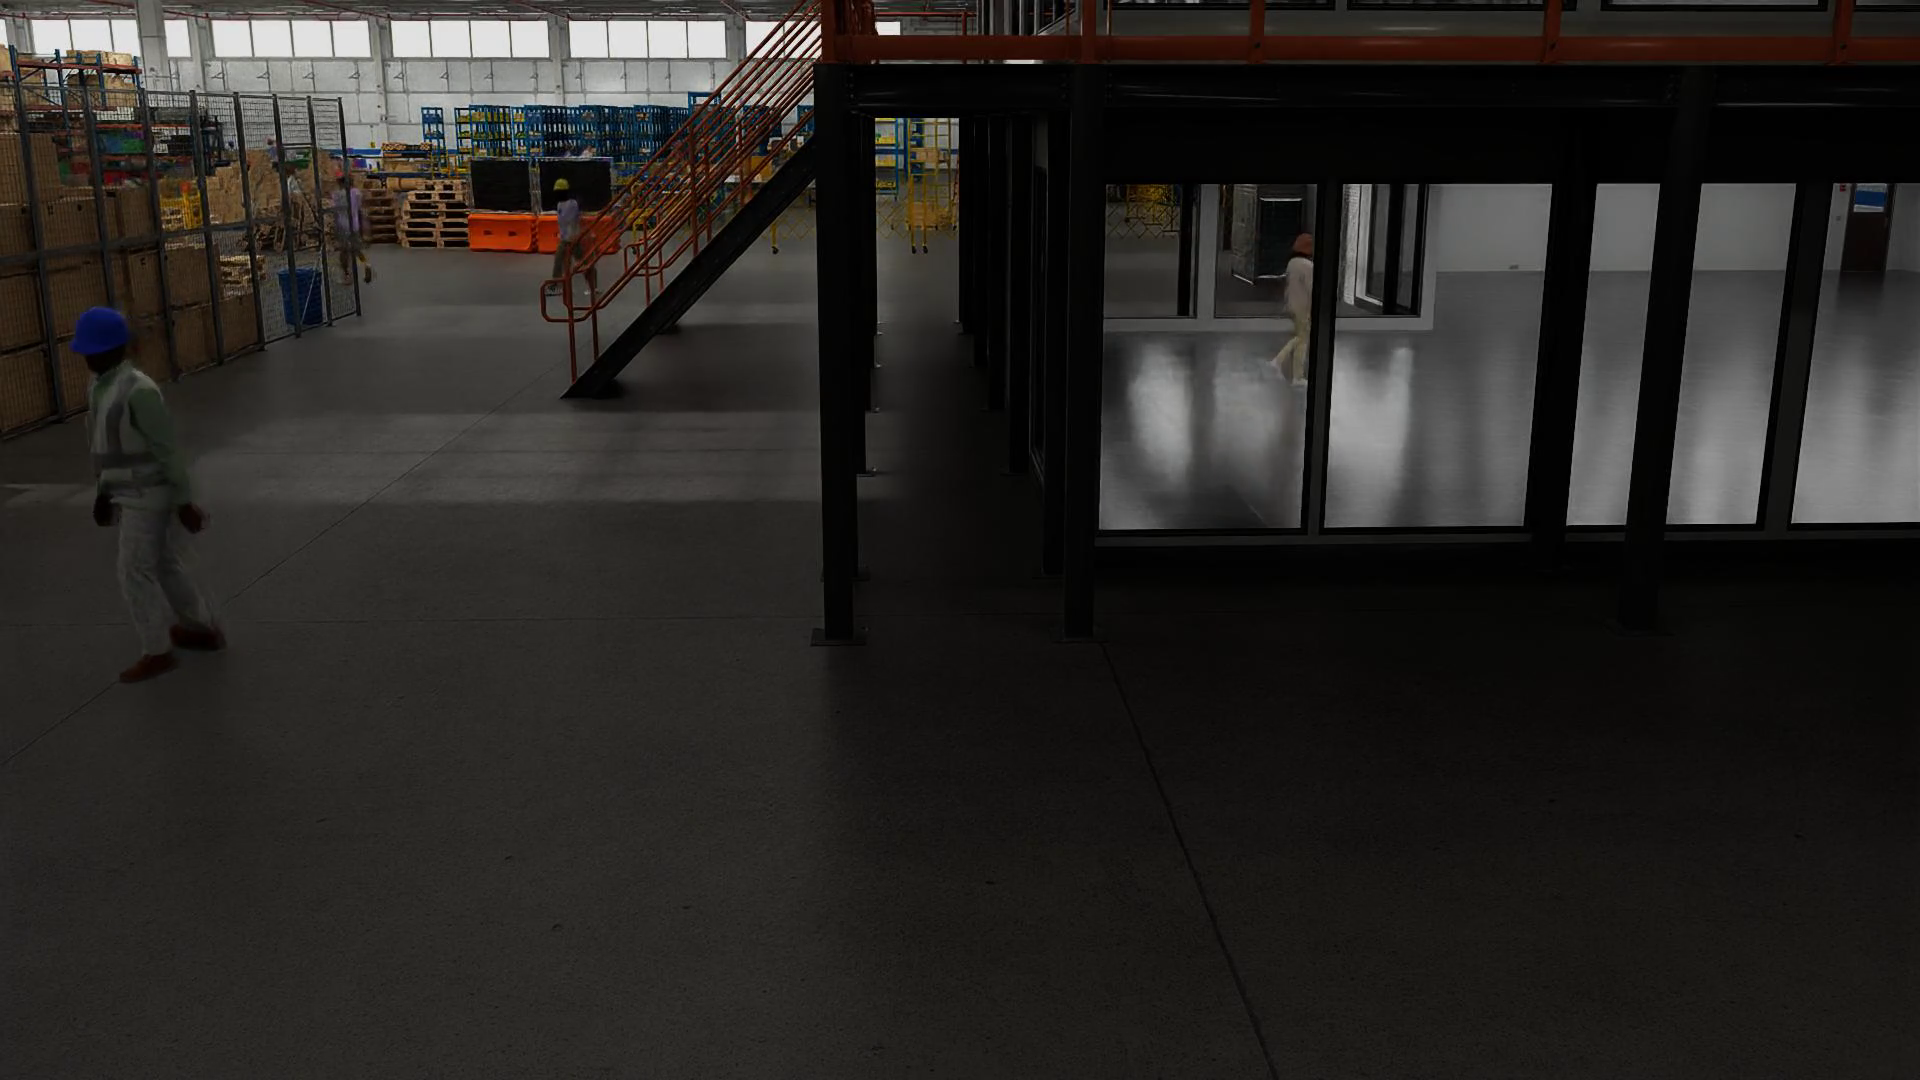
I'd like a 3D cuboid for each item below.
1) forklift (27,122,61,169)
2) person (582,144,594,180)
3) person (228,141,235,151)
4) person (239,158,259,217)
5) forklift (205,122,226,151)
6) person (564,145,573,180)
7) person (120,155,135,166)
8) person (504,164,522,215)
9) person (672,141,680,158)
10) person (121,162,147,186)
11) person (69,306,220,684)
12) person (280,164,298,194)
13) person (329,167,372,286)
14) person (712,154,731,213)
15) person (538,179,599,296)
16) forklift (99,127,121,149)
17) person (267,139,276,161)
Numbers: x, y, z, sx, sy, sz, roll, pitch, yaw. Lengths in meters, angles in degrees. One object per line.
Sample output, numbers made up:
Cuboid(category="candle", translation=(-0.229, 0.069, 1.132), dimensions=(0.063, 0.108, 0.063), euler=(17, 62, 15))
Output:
Cuboid(category="forklift", translation=(-35.376, -14.773, 64.377), dimensions=(1.129, 2.768, 1.873), euler=(-1, 14, -2))
Cuboid(category="person", translation=(-16.682, -16.822, 74.662), dimensions=(1.001, 1.861, 0.633), euler=(9, 16, 31))
Cuboid(category="person", translation=(-34.680, -18.033, 79.294), dimensions=(0.389, 1.949, 0.604), euler=(-5, 15, -20))
Cuboid(category="person", translation=(-17.098, -8.197, 40.006), dimensions=(0.370, 1.935, 0.552), euler=(5, 15, 18))
Cuboid(category="forklift", translation=(-39.284, -20.640, 87.826), dimensions=(1.129, 2.768, 1.873), euler=(-1, 14, -2))
Cuboid(category="person", translation=(-17.521, -16.775, 74.540), dimensions=(0.767, 1.824, 0.575), euler=(-5, 15, -19))
Cuboid(category="person", translation=(-34.704, -15.493, 69.430), dimensions=(0.600, 1.809, 0.699), euler=(-2, 14, -9))
Cuboid(category="person", translation=(-11.194, -8.571, 41.891), dimensions=(0.665, 1.743, 0.530), euler=(8, 16, 30))
Cuboid(category="person", translation=(-12.958, -17.306, 76.381), dimensions=(0.976, 1.965, 0.638), euler=(2, 14, 7))
Cuboid(category="person", translation=(-16.308, -6.469, 32.890), dimensions=(0.633, 2.000, 0.689), euler=(2, 14, 7))
Cuboid(category="person", translation=(-4.070, -0.246, 8.344), dimensions=(0.631, 1.894, 0.698), euler=(-11, 18, -38))
Cuboid(category="person", translation=(-15.755, -7.926, 39.181), dimensions=(0.647, 1.848, 0.904), euler=(8, 16, 28))
Cuboid(category="person", translation=(-10.458, -5.354, 28.465), dimensions=(0.759, 2.028, 0.619), euler=(12, 18, 39))
Cuboid(category="person", translation=(-7.642, -11.148, 52.041), dimensions=(0.992, 1.816, 0.544), euler=(-1, 14, -4))
Cuboid(category="person", translation=(-6.332, -4.879, 26.888), dimensions=(1.008, 1.876, 0.592), euler=(-13, 19, -42))
Cuboid(category="forklift", translation=(-37.944, -17.312, 74.524), dimensions=(1.129, 2.768, 1.873), euler=(-1, 14, -3))
Cuboid(category="person", translation=(-37.763, -21.029, 91.326), dimensions=(0.509, 1.917, 0.562), euler=(-4, 15, -16))
